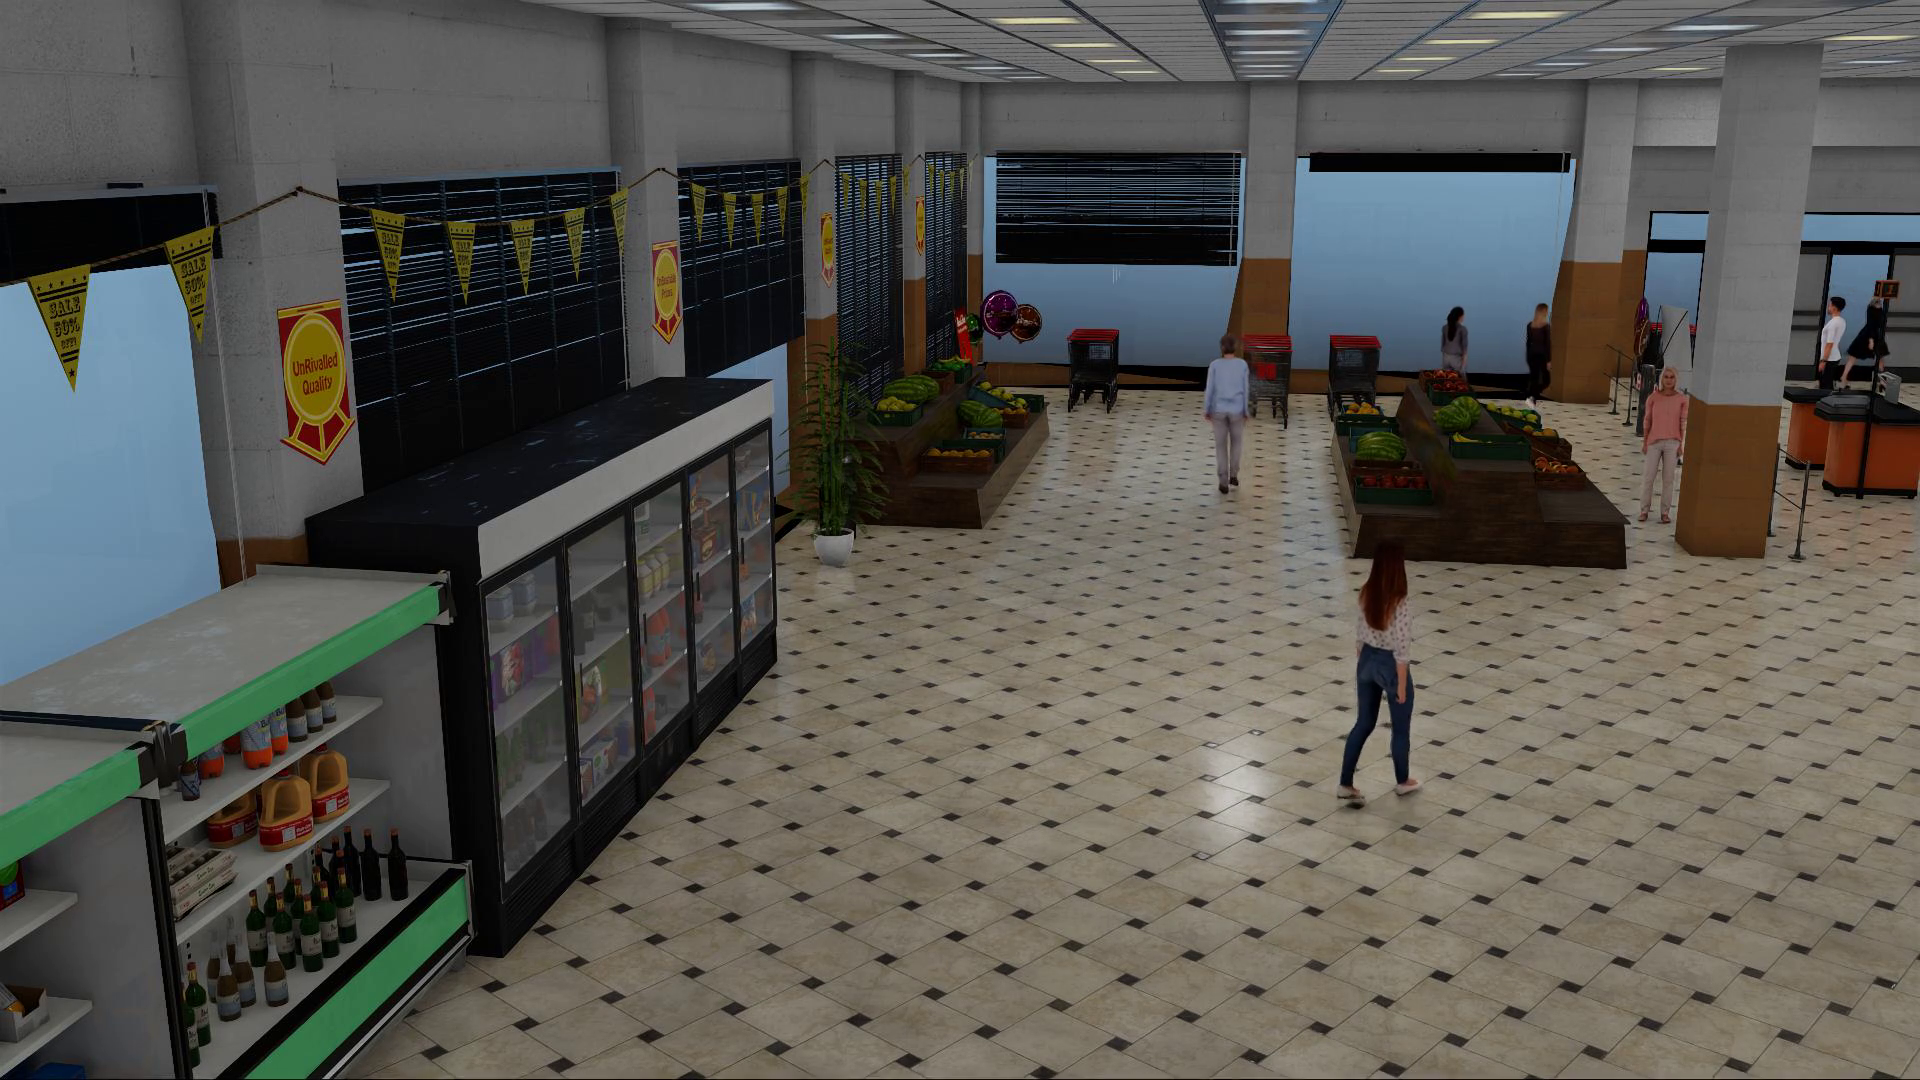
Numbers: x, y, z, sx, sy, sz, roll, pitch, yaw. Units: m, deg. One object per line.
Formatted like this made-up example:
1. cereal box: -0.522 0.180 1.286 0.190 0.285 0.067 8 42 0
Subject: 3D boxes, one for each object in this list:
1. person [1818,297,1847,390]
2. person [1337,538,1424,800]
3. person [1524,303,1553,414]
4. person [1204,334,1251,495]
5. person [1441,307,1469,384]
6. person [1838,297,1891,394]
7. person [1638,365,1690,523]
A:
1. person: 12.904 -2.679 24.668 0.821 1.851 0.701 12 18 42
2. person: 2.600 0.846 10.437 1.041 1.707 0.958 -11 17 -37
3. person: 8.718 -2.729 25.204 0.877 1.696 0.819 -7 16 -28
4. person: 3.176 -1.477 19.647 0.726 1.882 0.705 0 14 1
5. person: 7.348 -2.648 24.930 0.761 1.667 0.721 -12 18 -41
6. person: 14.870 -3.236 27.346 1.129 1.671 1.203 -10 17 -37
7. person: 7.725 -1.064 18.274 0.630 1.726 0.568 5 14 18
